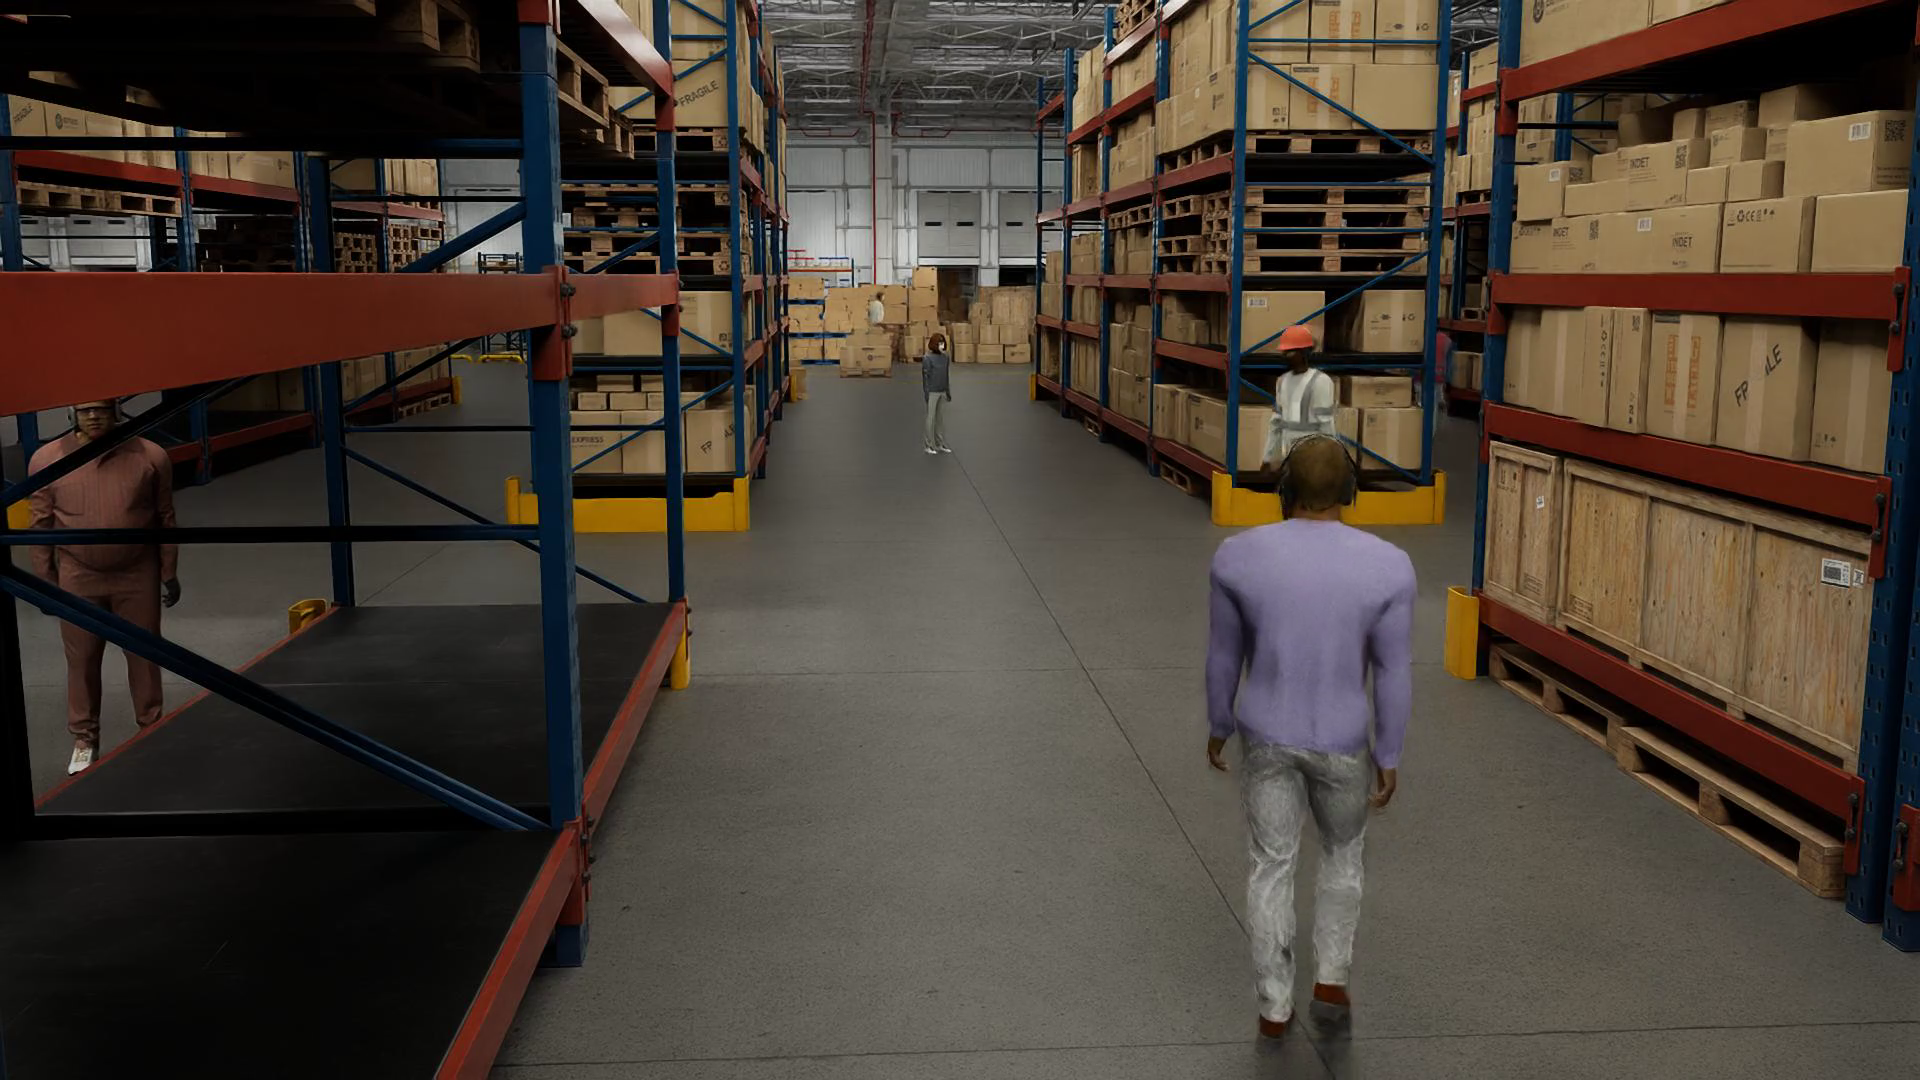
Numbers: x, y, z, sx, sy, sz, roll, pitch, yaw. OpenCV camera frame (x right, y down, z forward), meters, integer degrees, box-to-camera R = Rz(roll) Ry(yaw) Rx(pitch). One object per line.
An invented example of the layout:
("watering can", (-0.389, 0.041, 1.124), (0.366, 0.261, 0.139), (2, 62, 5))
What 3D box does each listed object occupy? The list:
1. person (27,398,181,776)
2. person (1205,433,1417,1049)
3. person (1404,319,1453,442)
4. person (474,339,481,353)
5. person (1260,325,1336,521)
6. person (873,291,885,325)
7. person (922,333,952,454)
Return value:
("person", (-4.137, 0.175, 8.078), (0.651, 1.907, 0.409), (-5, 10, -29))
("person", (1.080, 0.624, 5.230), (0.643, 1.920, 0.529), (2, 9, 14))
("person", (6.669, -2.291, 23.821), (0.654, 1.819, 0.756), (0, 9, 0))
("person", (-14.816, -6.630, 51.108), (0.542, 1.810, 0.828), (-5, 10, -28))
("person", (2.540, -0.654, 12.941), (0.900, 2.007, 0.648), (-4, 10, -23))
("person", (-2.480, -6.562, 50.317), (0.505, 1.927, 0.650), (1, 9, 5))
("person", (-0.309, -1.975, 22.436), (0.277, 1.633, 0.507), (8, 12, 40))
